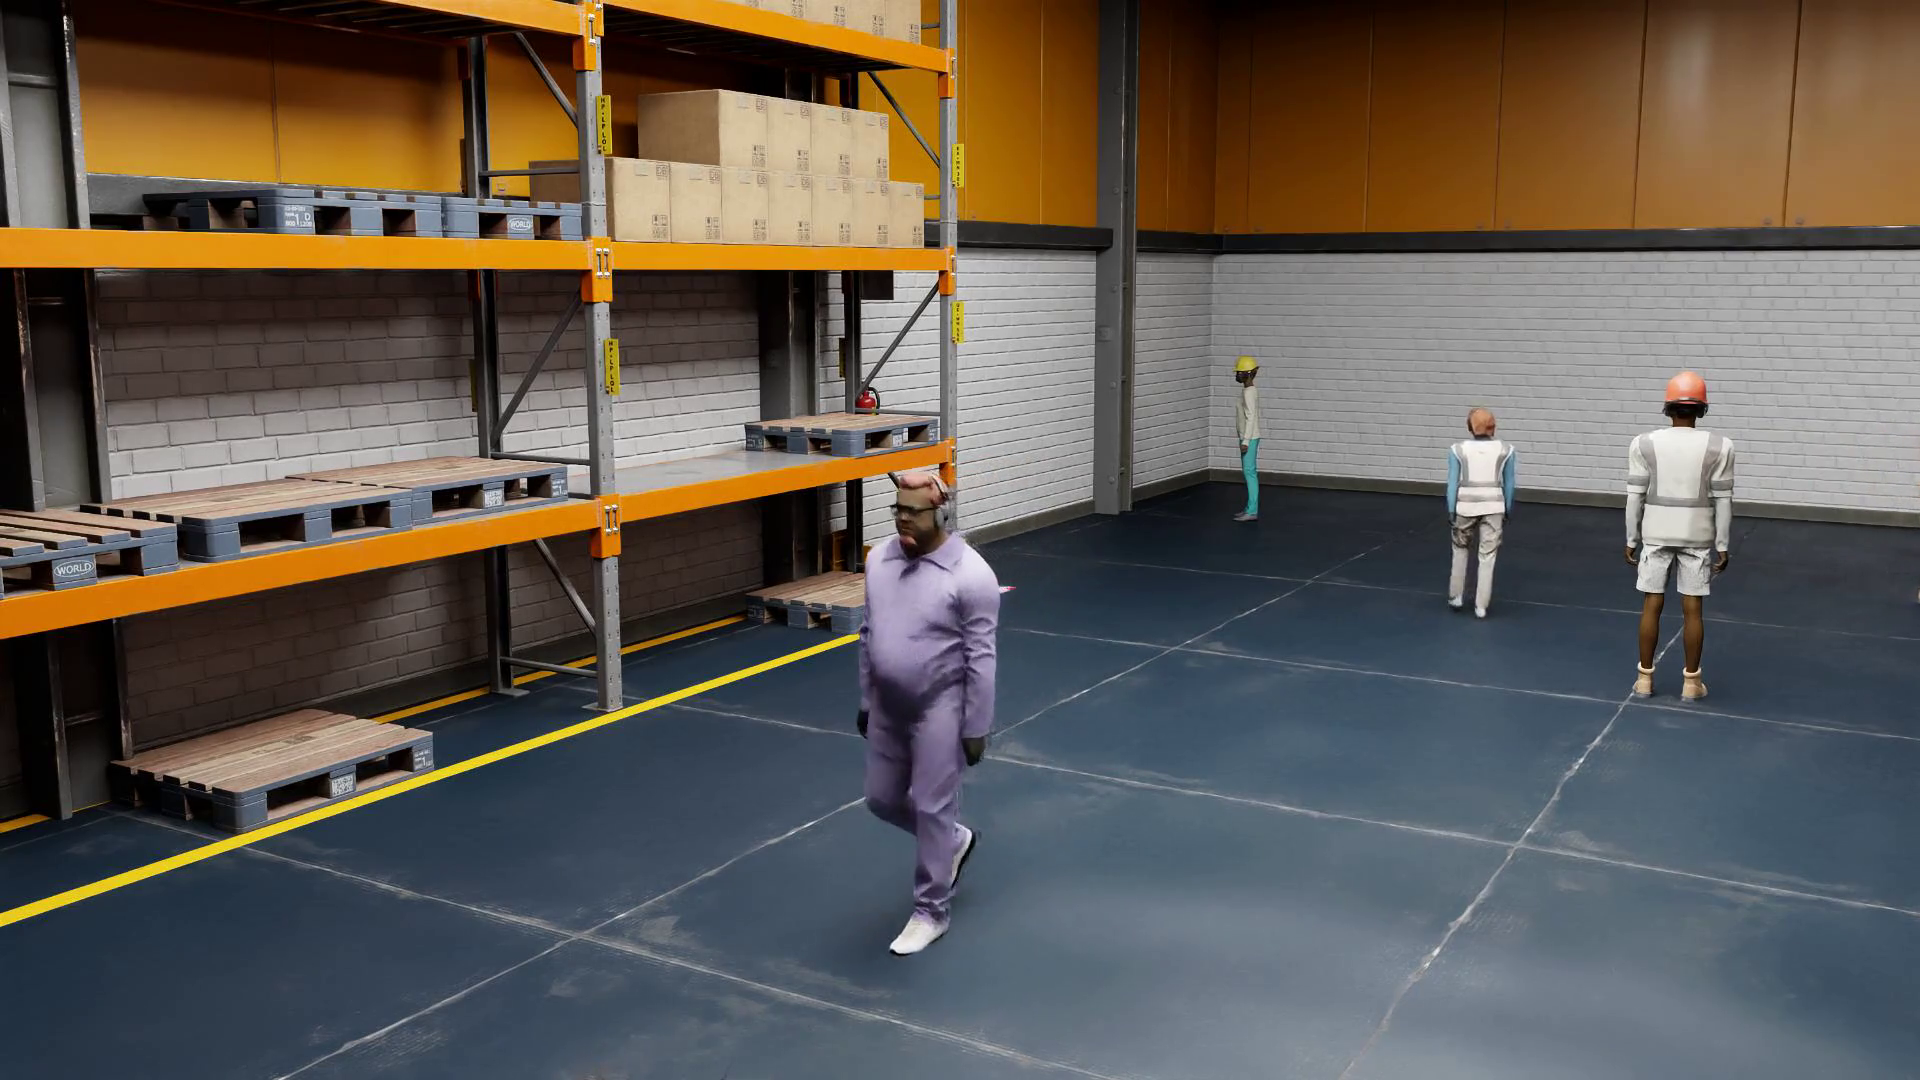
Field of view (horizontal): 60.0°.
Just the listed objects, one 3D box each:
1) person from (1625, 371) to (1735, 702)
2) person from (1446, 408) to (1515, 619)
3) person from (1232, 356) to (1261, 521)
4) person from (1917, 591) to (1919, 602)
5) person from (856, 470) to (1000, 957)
[{"bbox_3d":[4.446,-0.017,10.308,0.614,2.048,0.361,5,10,27],"label":"person"},{"bbox_3d":[4.032,-0.218,12.926,0.513,1.614,0.688,2,9,14],"label":"person"},{"bbox_3d":[3.056,-1.080,17.816,0.327,1.767,0.533,2,9,12],"label":"person"},{"bbox_3d":[8.104,-0.288,13.184,0.856,1.654,0.530,4,10,23],"label":"person"},{"bbox_3d":[-0.115,0.652,6.602,0.658,1.892,0.589,7,12,39],"label":"person"}]
